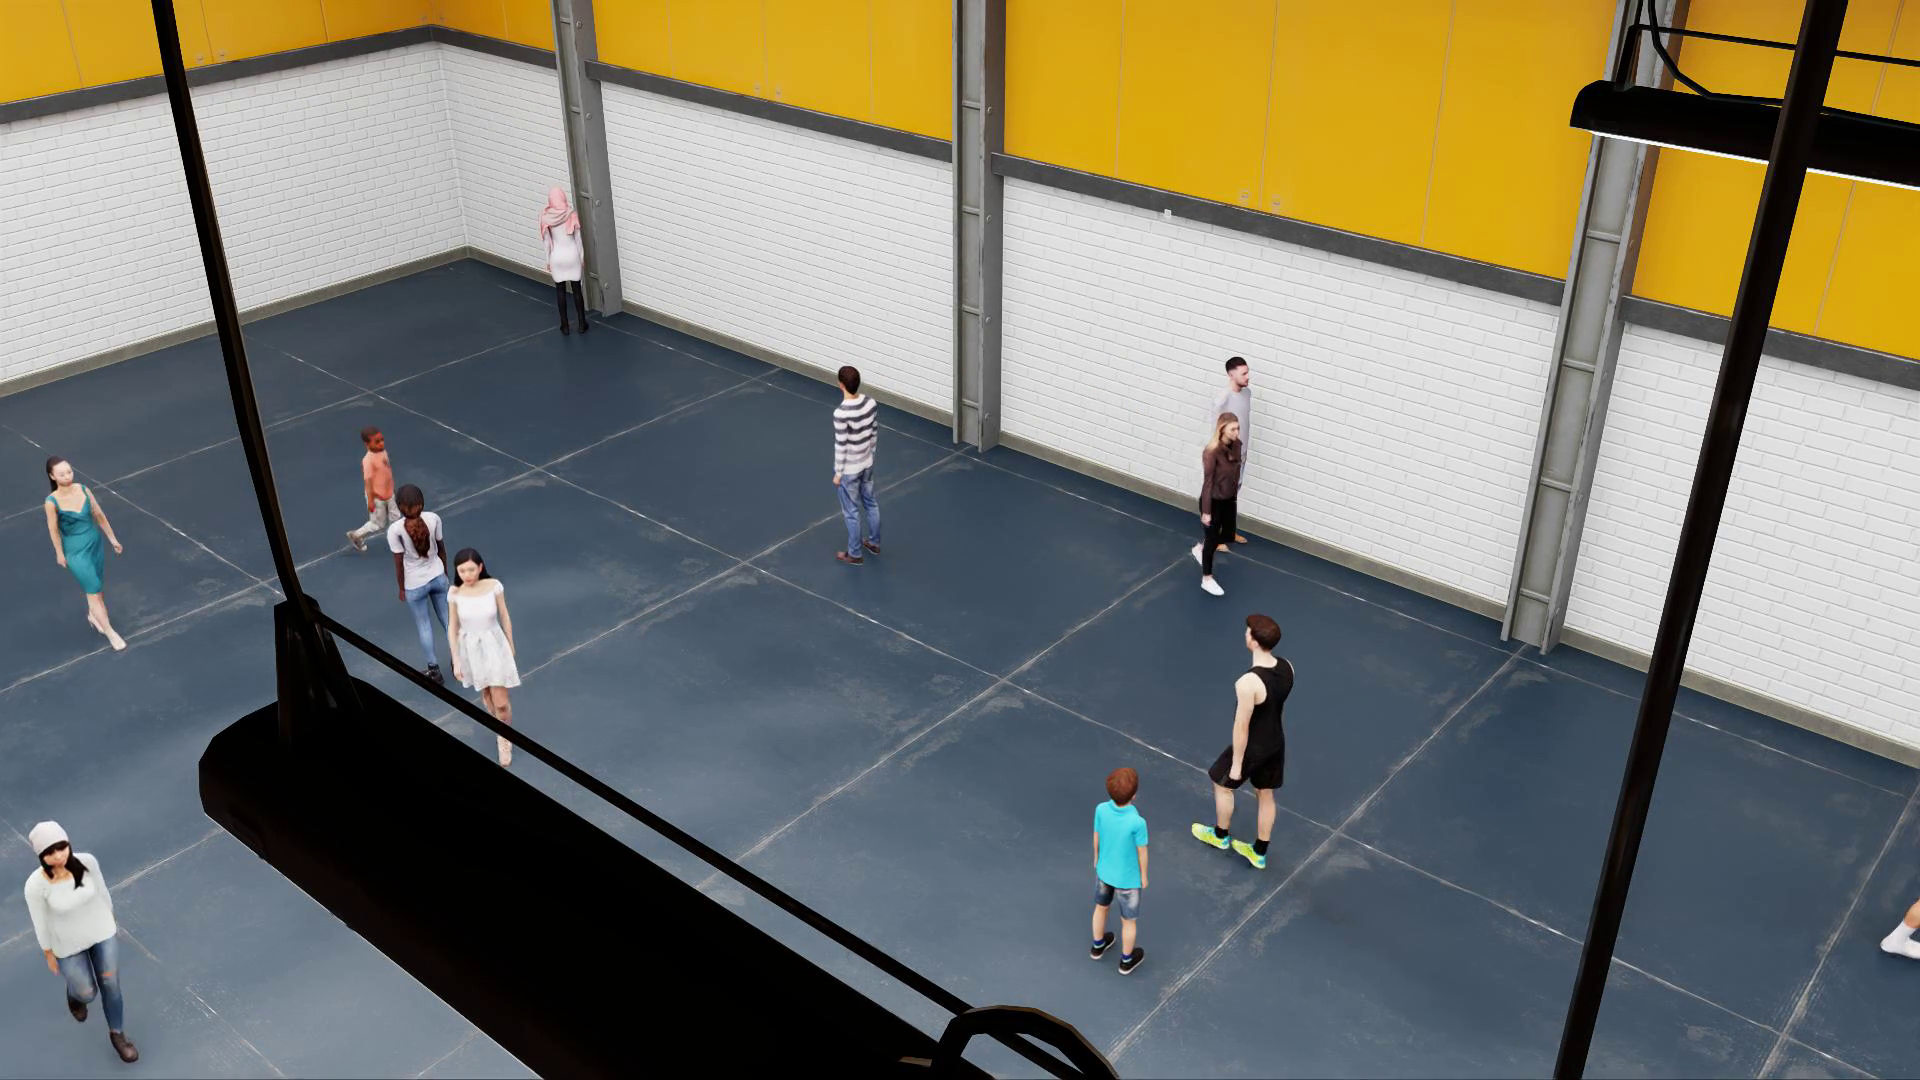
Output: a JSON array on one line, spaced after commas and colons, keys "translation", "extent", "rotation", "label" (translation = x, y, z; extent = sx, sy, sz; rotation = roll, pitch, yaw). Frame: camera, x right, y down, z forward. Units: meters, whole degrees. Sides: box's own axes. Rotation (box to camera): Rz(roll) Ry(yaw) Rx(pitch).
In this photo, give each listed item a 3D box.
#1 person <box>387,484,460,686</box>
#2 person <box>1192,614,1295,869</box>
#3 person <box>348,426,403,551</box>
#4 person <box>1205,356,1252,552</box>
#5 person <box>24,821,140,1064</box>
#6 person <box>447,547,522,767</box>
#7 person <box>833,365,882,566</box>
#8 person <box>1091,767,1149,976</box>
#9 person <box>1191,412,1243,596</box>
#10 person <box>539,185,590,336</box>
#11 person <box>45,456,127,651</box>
[{"translation": [-4.177, 0.338, 13.007], "extent": [0.614, 1.719, 0.570], "rotation": [-23, 36, -35], "label": "person"}, {"translation": [2.008, 1.379, 10.935], "extent": [0.787, 1.876, 0.859], "rotation": [-23, 36, -35], "label": "person"}, {"translation": [-5.241, -0.420, 14.845], "extent": [0.913, 1.290, 0.723], "rotation": [7, 29, 13], "label": "person"}, {"translation": [2.410, -0.802, 14.971], "extent": [0.697, 1.839, 0.605], "rotation": [-24, 37, -37], "label": "person"}, {"translation": [-5.075, 2.265, 9.565], "extent": [0.824, 1.633, 0.562], "rotation": [22, 35, 34], "label": "person"}, {"translation": [-3.459, 0.805, 12.111], "extent": [0.808, 1.757, 0.873], "rotation": [-5, 29, -10], "label": "person"}, {"translation": [-0.922, -0.667, 14.714], "extent": [0.515, 1.849, 0.651], "rotation": [23, 36, 36], "label": "person"}, {"translation": [0.974, 2.015, 10.214], "extent": [0.426, 1.449, 0.579], "rotation": [20, 34, 32], "label": "person"}, {"translation": [2.162, -0.352, 14.302], "extent": [0.707, 1.690, 0.804], "rotation": [-19, 34, -31], "label": "person"}, {"translation": [-4.652, -3.302, 19.595], "extent": [0.737, 1.800, 0.777], "rotation": [-6, 29, -11], "label": "person"}, {"translation": [-7.190, 0.068, 13.560], "extent": [0.879, 1.663, 0.666], "rotation": [14, 32, 24], "label": "person"}]
